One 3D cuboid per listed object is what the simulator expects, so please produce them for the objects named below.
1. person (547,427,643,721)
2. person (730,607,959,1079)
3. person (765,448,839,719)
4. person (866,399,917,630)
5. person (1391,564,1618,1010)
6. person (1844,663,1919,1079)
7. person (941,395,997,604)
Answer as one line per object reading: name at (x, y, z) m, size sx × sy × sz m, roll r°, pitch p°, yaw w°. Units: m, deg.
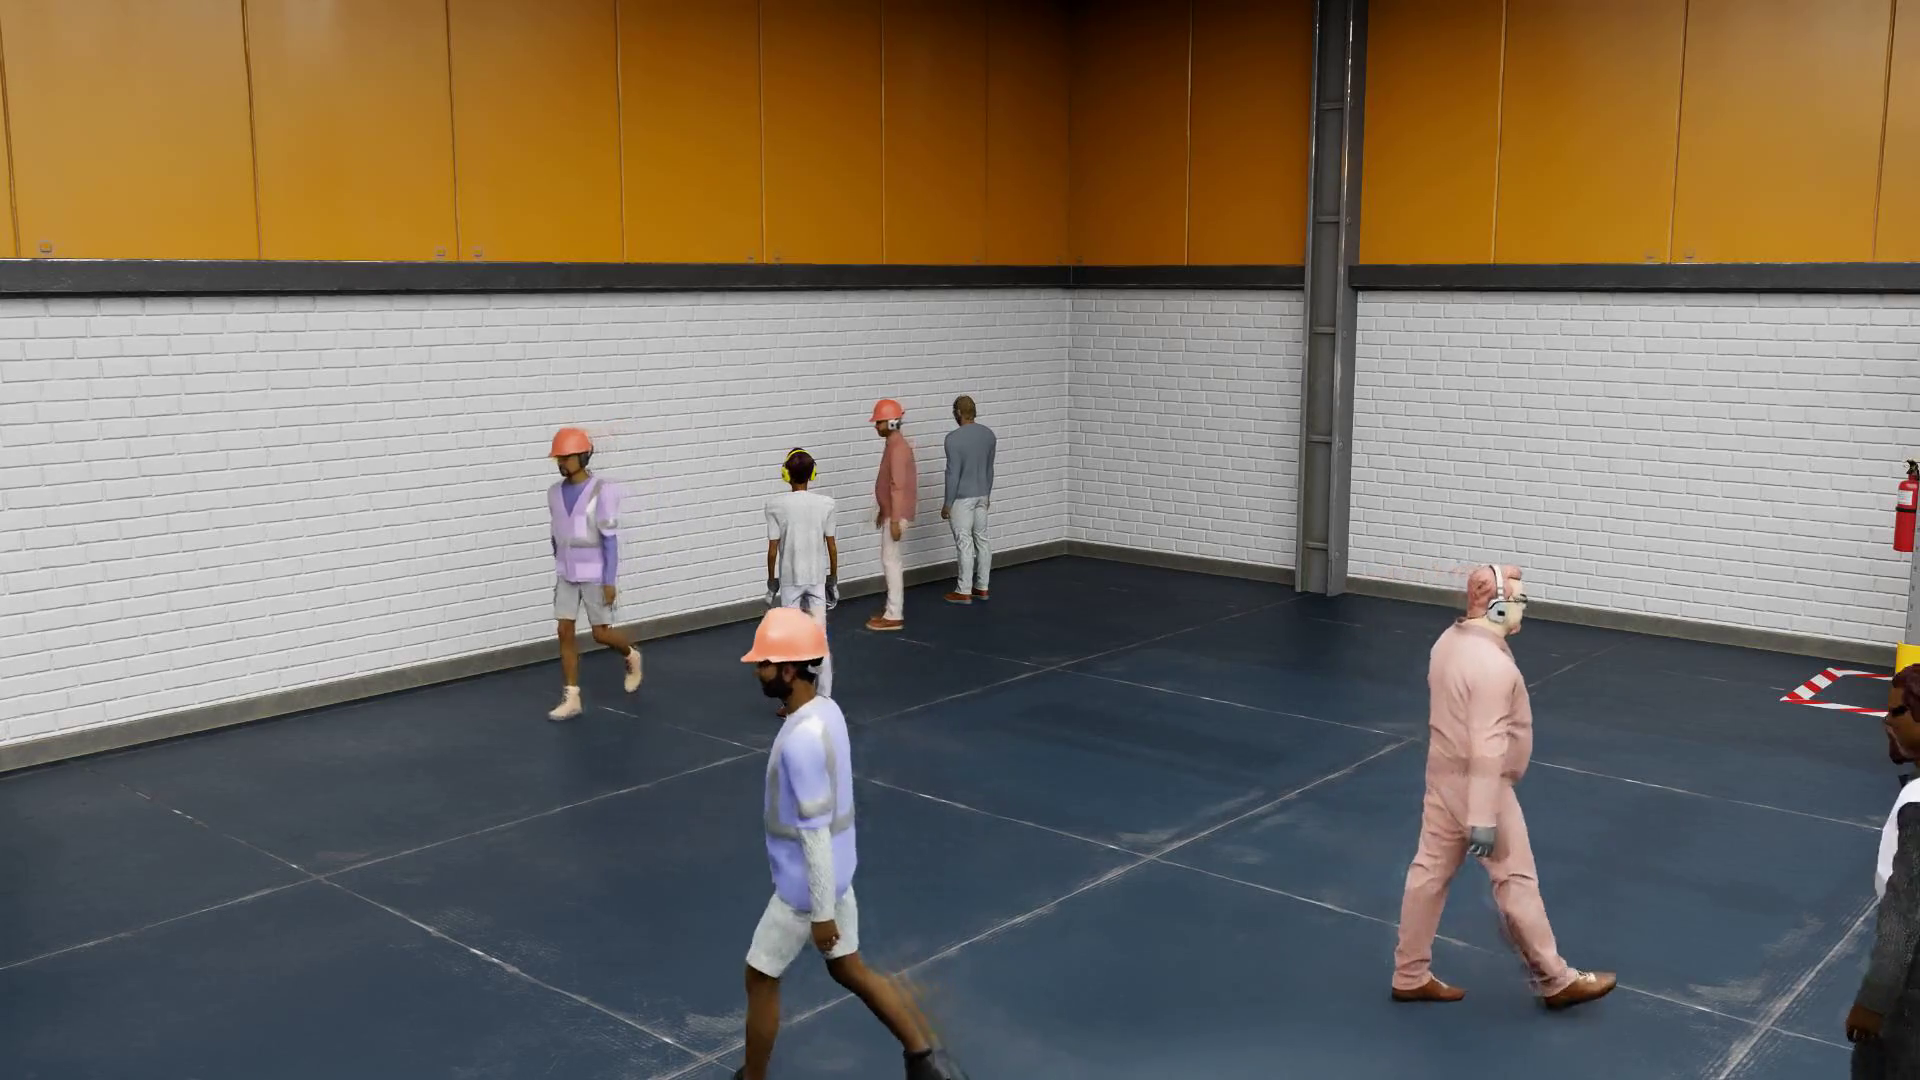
person at (-2.558, 0.204, 11.524) m, size 0.614 × 2.013 × 0.796 m, roll 4°, pitch 10°, yaw 24°
person at (-0.466, 1.165, 5.885) m, size 0.968 × 1.898 × 0.556 m, roll 1°, pitch 9°, yaw 6°
person at (-1.075, 0.303, 11.333) m, size 0.510 × 1.877 × 0.328 m, roll -3°, pitch 9°, yaw -16°
person at (-0.584, -0.221, 14.310) m, size 0.430 × 1.986 × 0.625 m, roll 0°, pitch 9°, yaw 0°
person at (2.241, 1.022, 6.824) m, size 0.932 × 1.863 × 0.674 m, roll -1°, pitch 9°, yaw -4°
person at (2.986, 1.309, 4.981) m, size 0.785 × 1.890 × 0.594 m, roll 7°, pitch 11°, yaw 37°
person at (0.069, -0.374, 15.407) m, size 0.371 × 1.933 × 0.627 m, roll 8°, pitch 12°, yaw 42°
